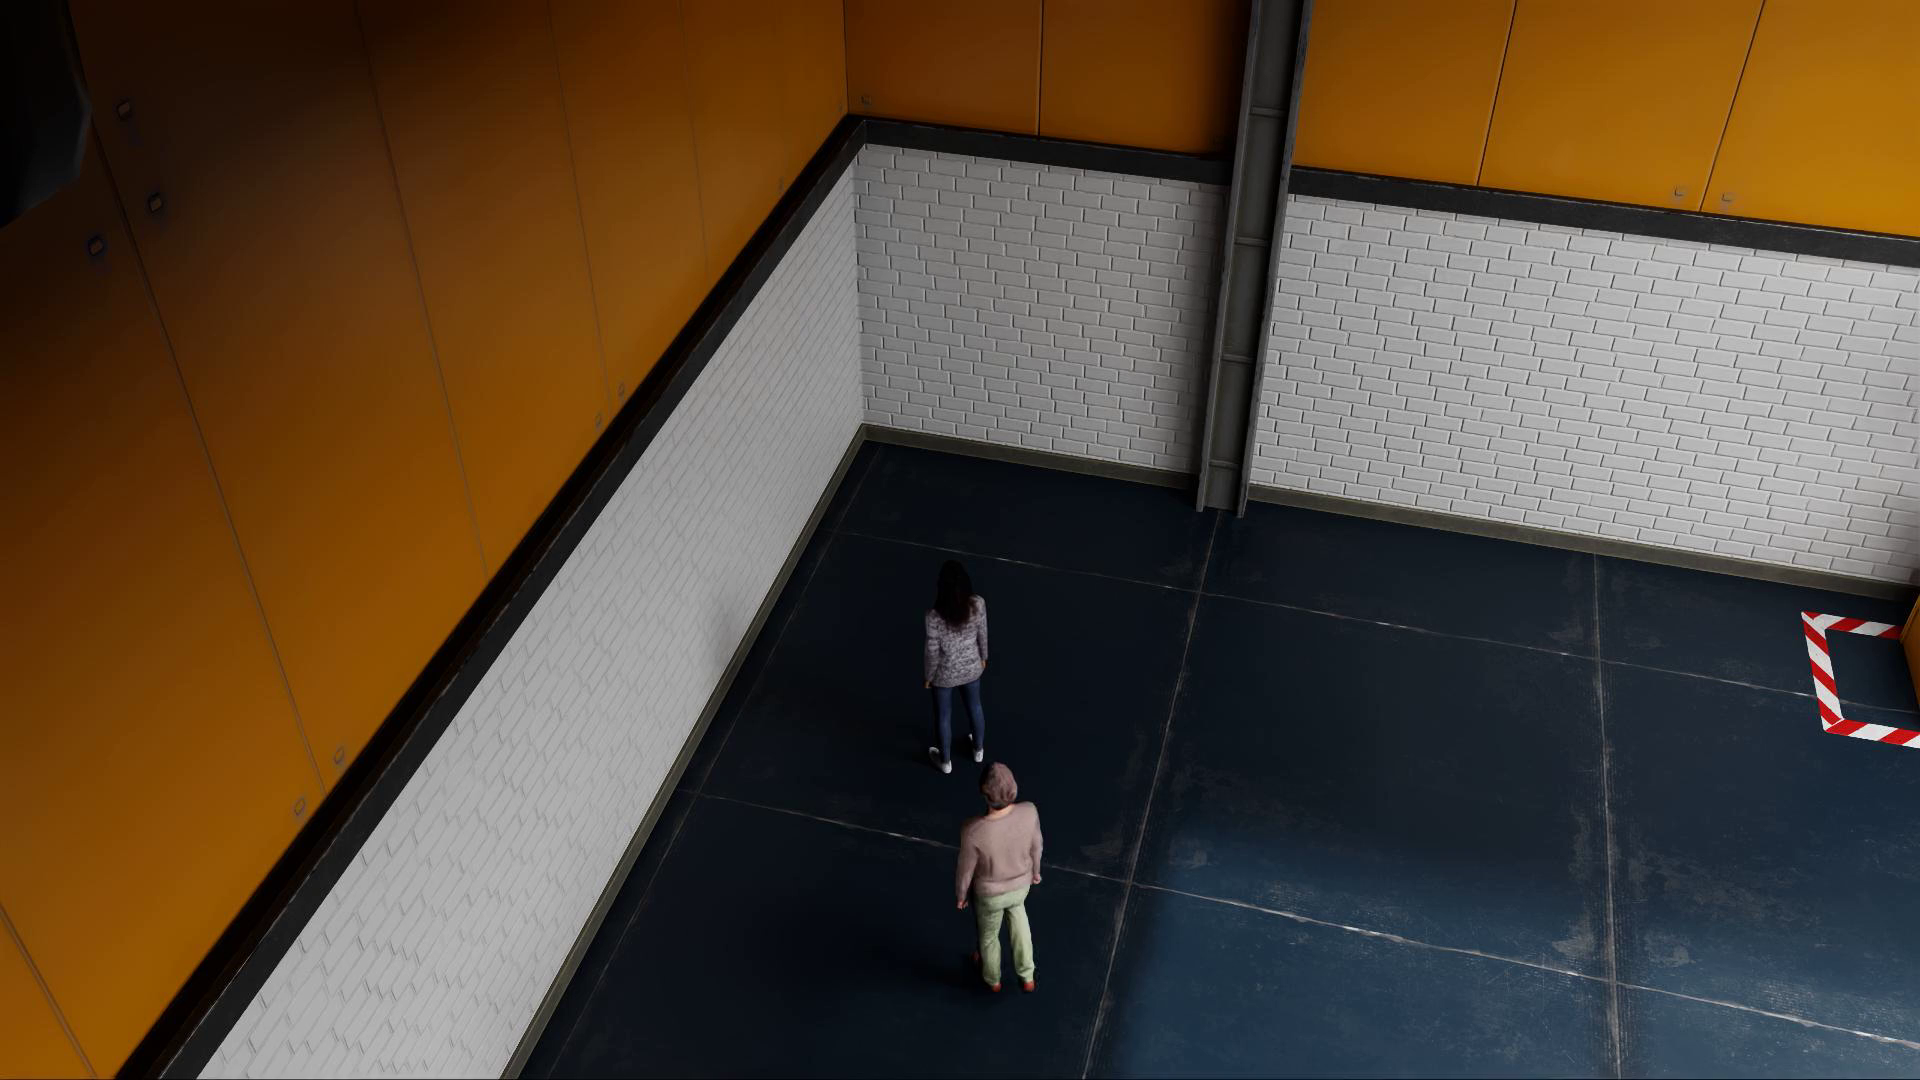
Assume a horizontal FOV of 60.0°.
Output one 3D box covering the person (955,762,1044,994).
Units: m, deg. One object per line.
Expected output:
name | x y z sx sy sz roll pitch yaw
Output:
person | 0.269 2.033 9.494 0.887 1.866 0.947 -15 41 -18

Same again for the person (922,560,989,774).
person | -0.038 0.844 11.092 0.670 1.731 0.754 -16 41 -19
